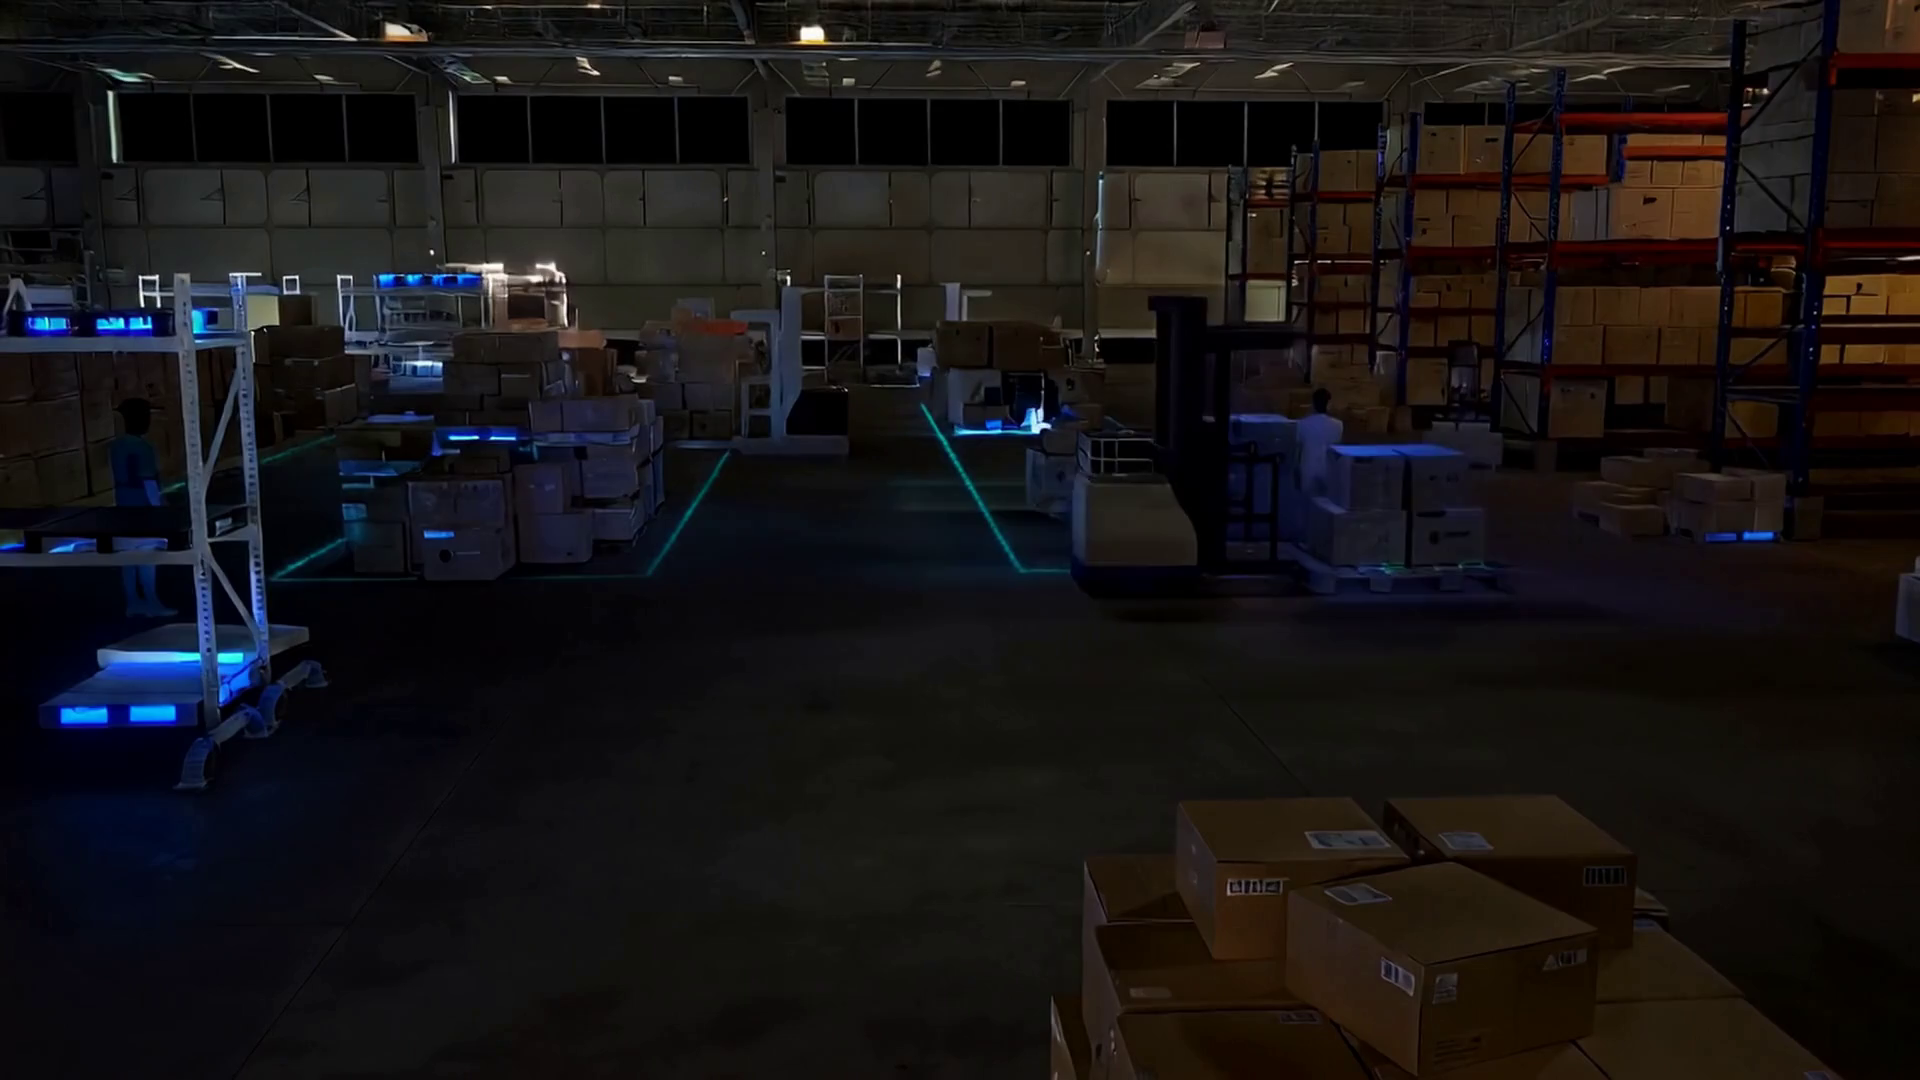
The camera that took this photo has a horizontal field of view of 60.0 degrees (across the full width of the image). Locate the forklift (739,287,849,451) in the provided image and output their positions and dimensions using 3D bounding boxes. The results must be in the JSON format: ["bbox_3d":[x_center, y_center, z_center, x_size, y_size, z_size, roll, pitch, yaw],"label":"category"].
[{"bbox_3d":[-2.857,-2.959,28.607,1.873,2.768,1.129,-1,9,-4],"label":"forklift"}]

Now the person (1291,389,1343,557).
[{"bbox_3d":[3.826,-0.700,17.821,0.498,1.813,1.021,3,10,19],"label":"person"}]

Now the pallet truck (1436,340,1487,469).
[{"bbox_3d":[8.004,-2.170,26.422,0.823,1.965,1.885,2,9,14],"label":"pallet truck"}]

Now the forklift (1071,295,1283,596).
[{"bbox_3d":[2.059,-0.929,15.866,1.873,2.768,1.129,-1,9,-4],"label":"forklift"}]

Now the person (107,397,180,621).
[{"bbox_3d":[-7.192,-0.272,14.598,0.612,1.966,0.361,6,11,33],"label":"person"}]

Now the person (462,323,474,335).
[{"bbox_3d":[-11.707,-4.242,39.775,0.651,1.882,1.003,8,12,41],"label":"person"}]

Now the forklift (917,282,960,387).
[{"bbox_3d":[-0.213,-5.567,44.985,1.873,2.768,1.129,-1,9,-4],"label":"forklift"}]
